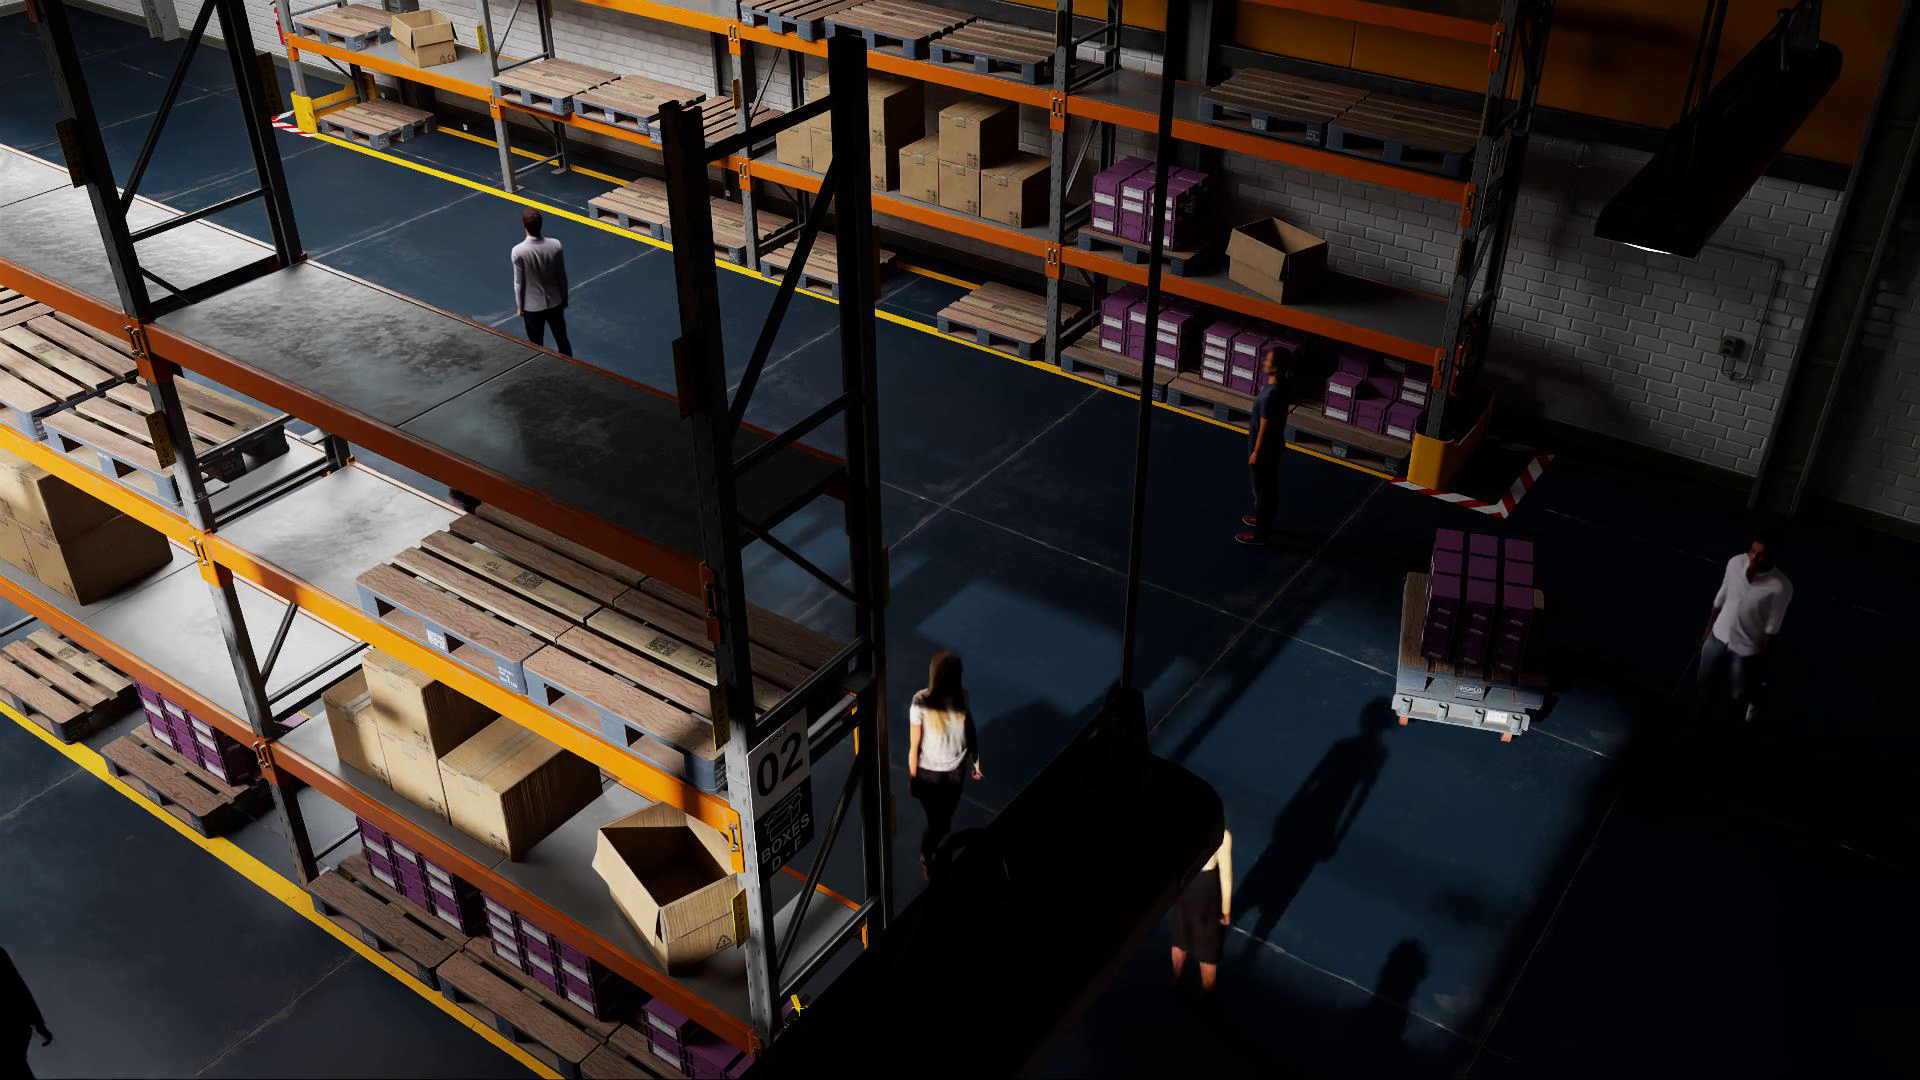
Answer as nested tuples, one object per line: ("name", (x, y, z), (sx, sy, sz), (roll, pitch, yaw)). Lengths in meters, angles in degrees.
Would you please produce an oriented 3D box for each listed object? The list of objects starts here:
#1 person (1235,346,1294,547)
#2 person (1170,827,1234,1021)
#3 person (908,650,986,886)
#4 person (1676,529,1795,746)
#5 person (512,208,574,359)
("person", (2.556, -0.791, 13.784), (0.604, 1.811, 0.686), (14, 36, 20))
("person", (1.385, 2.095, 9.608), (0.474, 1.627, 0.777), (28, 42, 35))
("person", (-0.179, 1.406, 10.474), (0.703, 1.816, 0.660), (-24, 41, -32))
("person", (5.498, 0.654, 11.623), (0.927, 1.796, 1.010), (-19, 38, -26))
("person", (-4.020, -2.302, 16.023), (0.751, 1.850, 0.715), (-20, 38, -27))
